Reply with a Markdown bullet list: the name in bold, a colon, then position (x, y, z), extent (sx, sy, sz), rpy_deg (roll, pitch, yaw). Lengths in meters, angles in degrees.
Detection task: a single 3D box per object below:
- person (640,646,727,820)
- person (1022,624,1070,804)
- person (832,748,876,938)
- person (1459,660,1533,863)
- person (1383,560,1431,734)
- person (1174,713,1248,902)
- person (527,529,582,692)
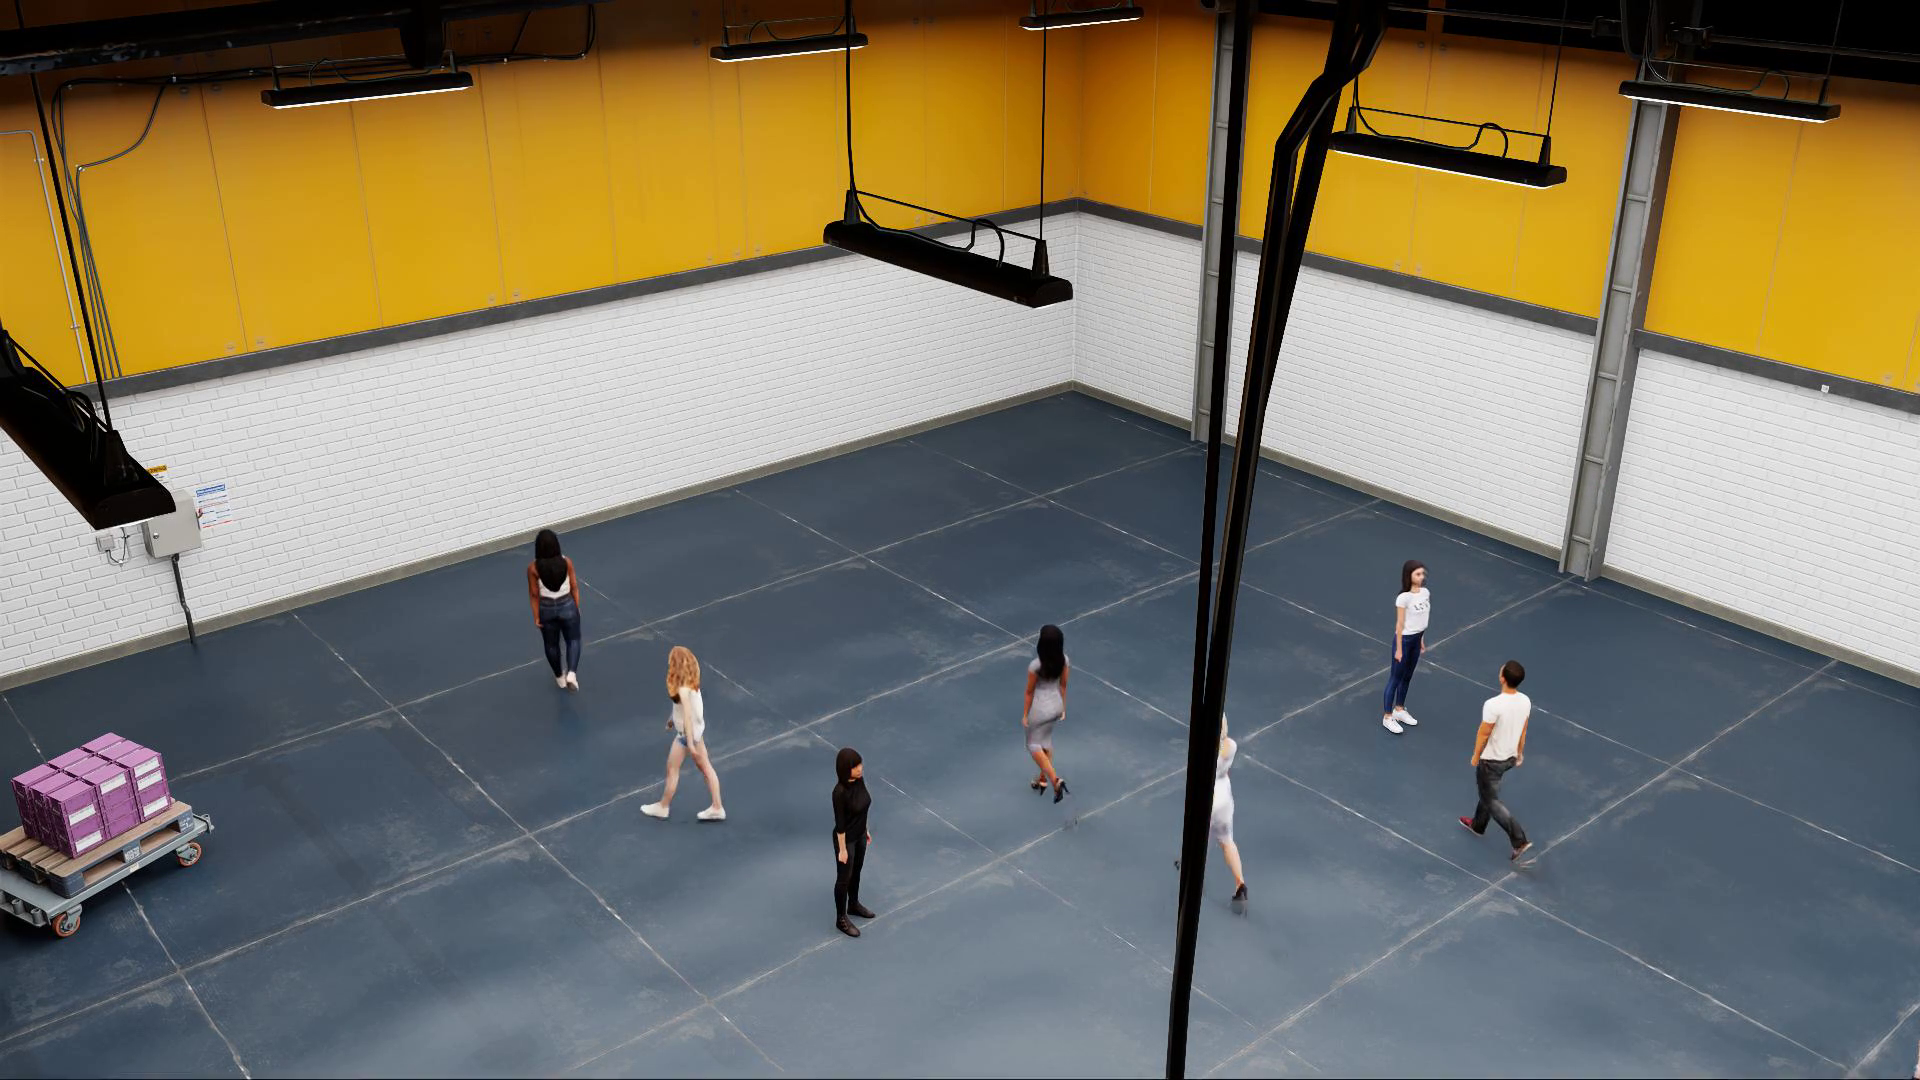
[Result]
- **person**: position (-2.303, 1.741, 14.773), extent (1.043, 1.732, 0.971), rpy_deg (3, 24, 6)
- **person**: position (0.811, 1.614, 15.023), extent (0.650, 1.765, 0.878), rpy_deg (-14, 27, -30)
- **person**: position (-0.892, 2.392, 13.397), extent (0.626, 1.642, 0.639), rpy_deg (11, 26, 24)
- **person**: position (4.690, 1.916, 14.319), extent (0.722, 1.775, 1.110), rpy_deg (-14, 27, -29)
- **person**: position (4.384, 1.028, 16.354), extent (0.577, 1.772, 0.508), rpy_deg (-18, 30, -36)
- **person**: position (2.151, 2.206, 13.734), extent (0.739, 1.713, 1.139), rpy_deg (-11, 26, -24)
- **person**: position (-4.091, 0.765, 16.927), extent (0.887, 1.796, 1.045), rpy_deg (-6, 24, -12)
